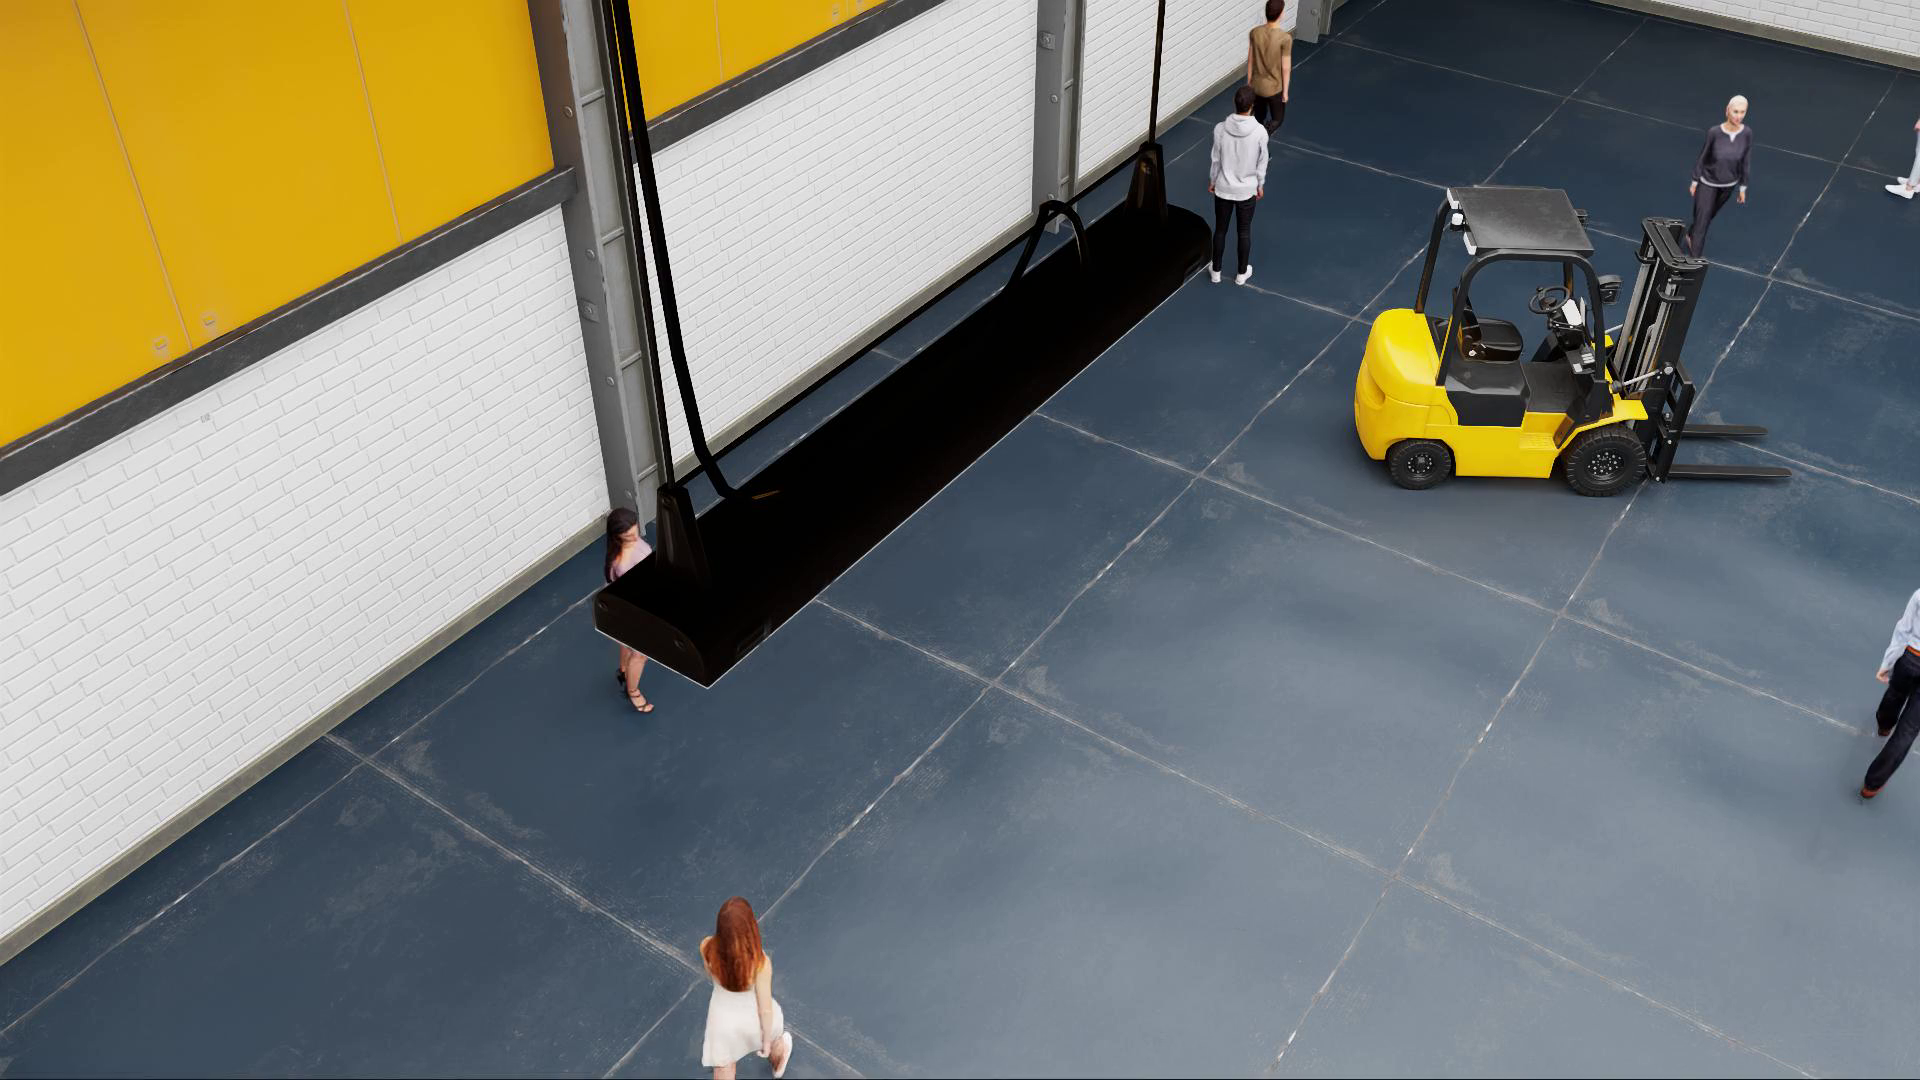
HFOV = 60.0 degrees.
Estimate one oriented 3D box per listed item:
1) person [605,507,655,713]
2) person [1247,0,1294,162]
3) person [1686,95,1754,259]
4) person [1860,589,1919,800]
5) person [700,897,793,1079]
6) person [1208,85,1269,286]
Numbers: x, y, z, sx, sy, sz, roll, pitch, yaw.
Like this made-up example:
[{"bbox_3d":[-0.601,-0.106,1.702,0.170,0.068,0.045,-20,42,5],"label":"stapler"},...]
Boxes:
[{"bbox_3d":[-2.196,0.444,10.914,0.902,1.774,0.829,-13,40,-15],"label":"person"},{"bbox_3d":[3.151,-4.690,17.287,0.726,1.844,0.901,30,47,32],"label":"person"},{"bbox_3d":[7.192,-3.436,15.843,0.998,1.687,1.169,2,39,2],"label":"person"},{"bbox_3d":[6.013,0.881,10.393,0.734,1.742,1.230,28,47,31],"label":"person"},{"bbox_3d":[-1.142,2.499,8.421,0.855,1.675,1.203,9,39,11],"label":"person"},{"bbox_3d":[2.569,-3.286,15.460,0.753,1.929,0.720,9,39,11],"label":"person"}]
